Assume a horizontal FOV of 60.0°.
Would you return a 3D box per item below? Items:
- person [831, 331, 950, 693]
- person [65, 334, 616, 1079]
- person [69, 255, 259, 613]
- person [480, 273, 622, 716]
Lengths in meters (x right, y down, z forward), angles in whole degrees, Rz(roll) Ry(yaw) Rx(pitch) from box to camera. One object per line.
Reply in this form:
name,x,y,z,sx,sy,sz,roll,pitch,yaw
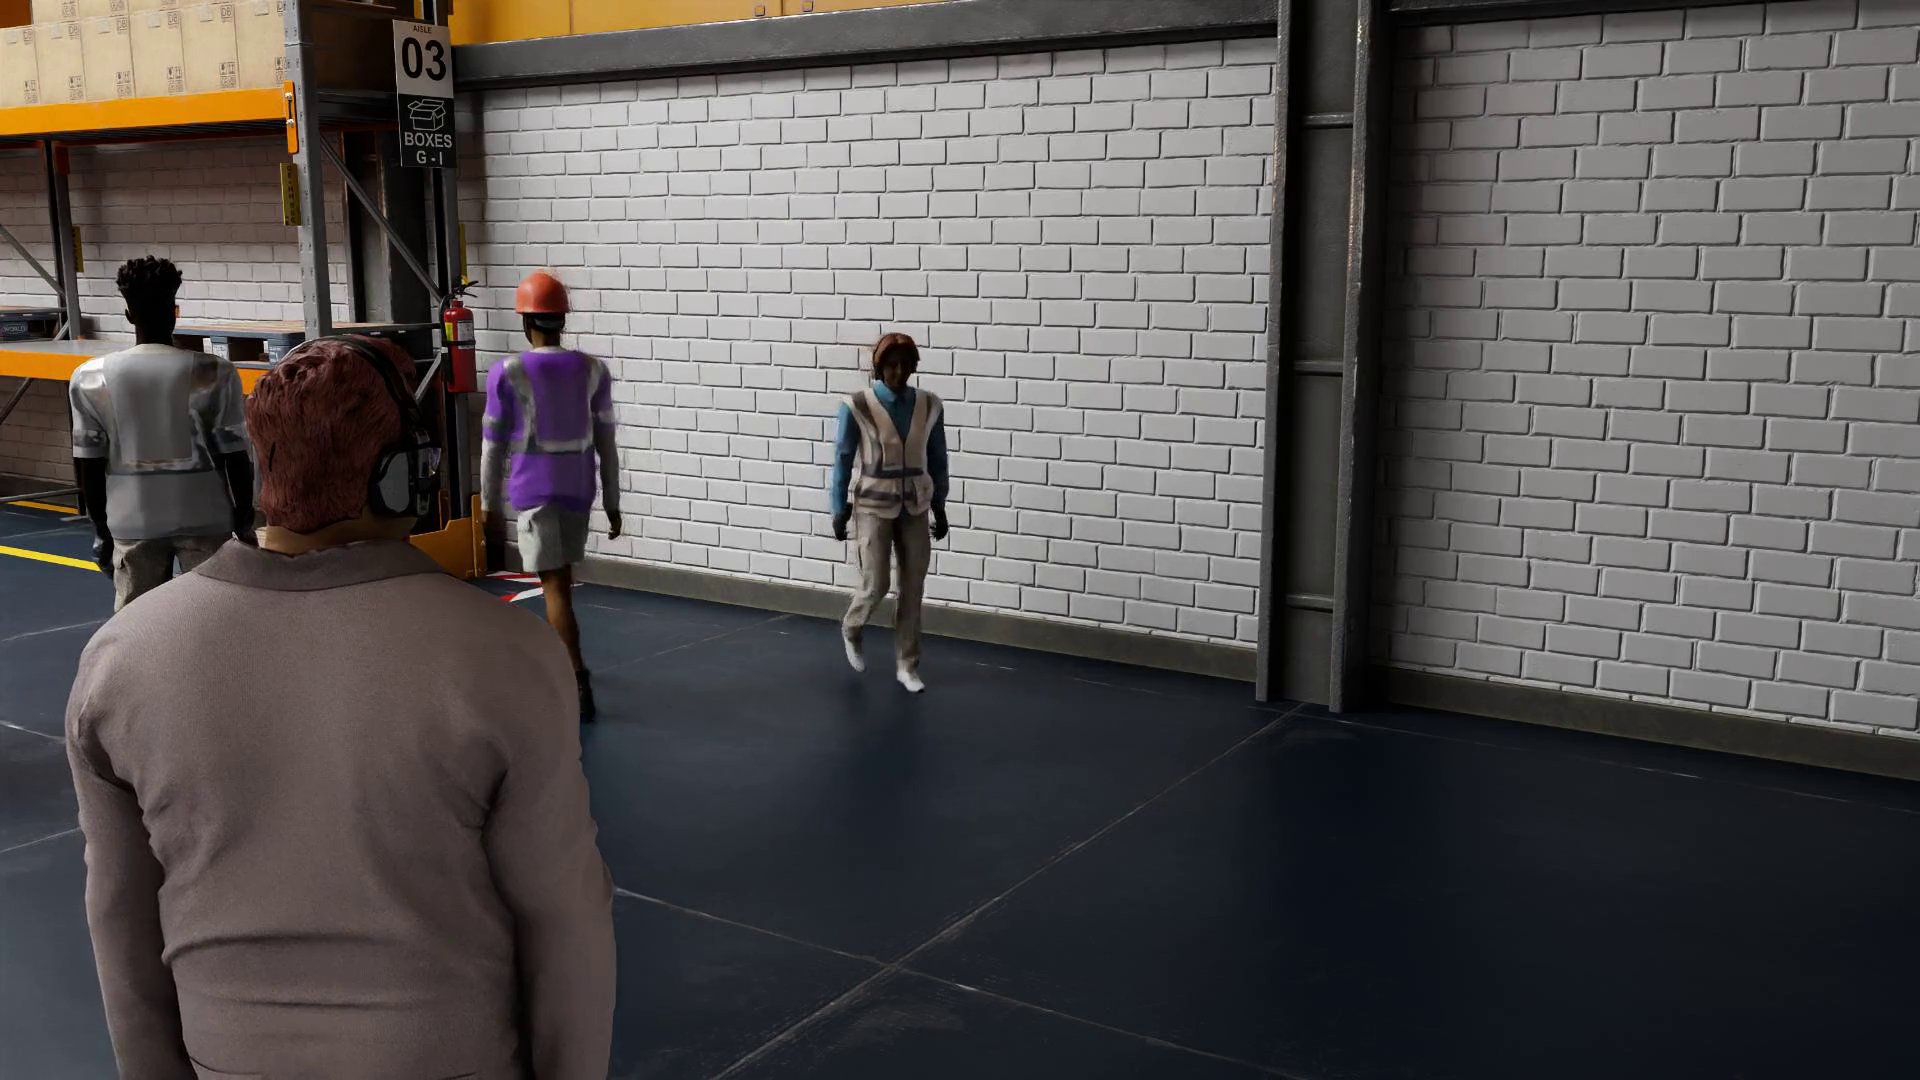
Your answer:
person,-0.318,-0.127,7.471,0.539,1.624,0.424,-5,11,-25
person,-0.757,0.691,2.177,0.650,1.906,0.401,1,10,4
person,-2.940,-0.068,6.210,0.607,1.967,0.367,-3,11,-14
person,-1.794,-0.214,7.276,0.560,1.881,1.039,-7,12,-35
